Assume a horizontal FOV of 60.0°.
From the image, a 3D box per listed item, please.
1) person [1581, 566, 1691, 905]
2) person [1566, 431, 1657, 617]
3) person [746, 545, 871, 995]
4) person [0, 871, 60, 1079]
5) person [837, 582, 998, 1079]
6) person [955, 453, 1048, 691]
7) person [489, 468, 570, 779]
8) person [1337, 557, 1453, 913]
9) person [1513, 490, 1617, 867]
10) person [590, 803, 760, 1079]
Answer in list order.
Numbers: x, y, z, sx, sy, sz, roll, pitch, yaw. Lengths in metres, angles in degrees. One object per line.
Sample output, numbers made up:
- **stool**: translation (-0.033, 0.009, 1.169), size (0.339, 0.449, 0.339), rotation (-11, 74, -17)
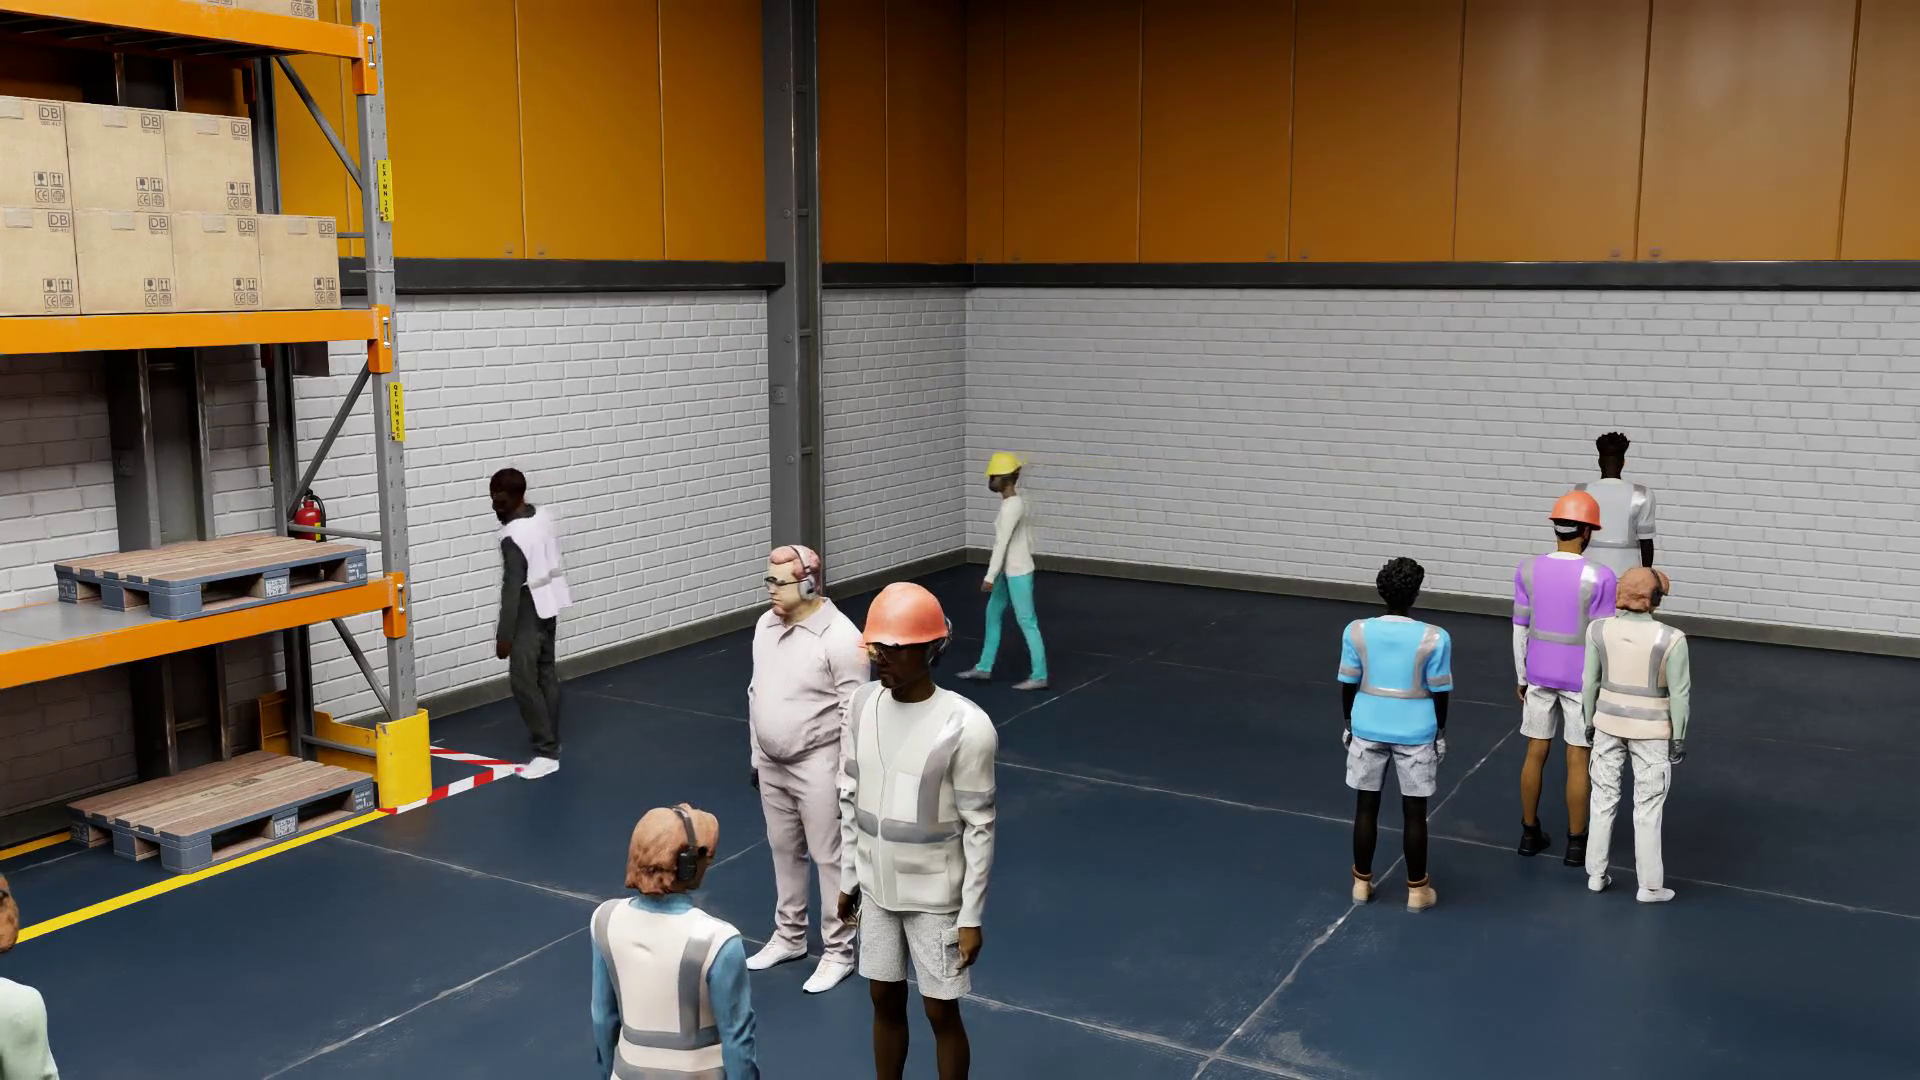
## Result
- **person**: translation (3.248, 0.936, 8.028), size (0.514, 1.639, 0.310), rotation (9, 13, 44)
- **person**: translation (4.432, 0.236, 11.399), size (0.602, 1.959, 0.379), rotation (4, 10, 21)
- **person**: translation (-0.681, 0.959, 7.059), size (0.651, 1.904, 0.402), rotation (8, 12, 41)
- **person**: translation (-2.400, 1.569, 4.091), size (0.508, 1.632, 0.273), rotation (2, 9, 15)
- **person**: translation (-0.170, 1.144, 5.467), size (0.605, 2.045, 0.377), rotation (7, 11, 37)
- **person**: translation (0.289, 0.242, 12.057), size (0.788, 1.733, 0.538), rotation (0, 9, 1)
- **person**: translation (-2.588, 0.481, 10.156), size (0.376, 1.879, 0.695), rotation (1, 9, 6)
- **person**: translation (2.065, 0.924, 7.922), size (0.536, 1.696, 0.322), rotation (5, 10, 27)
- **person**: translation (3.118, 0.707, 8.560), size (0.374, 1.928, 0.543), rotation (-9, 13, -44)
- **person**: translation (-0.756, 1.510, 4.451), size (0.512, 1.638, 0.312), rotation (5, 10, 28)
